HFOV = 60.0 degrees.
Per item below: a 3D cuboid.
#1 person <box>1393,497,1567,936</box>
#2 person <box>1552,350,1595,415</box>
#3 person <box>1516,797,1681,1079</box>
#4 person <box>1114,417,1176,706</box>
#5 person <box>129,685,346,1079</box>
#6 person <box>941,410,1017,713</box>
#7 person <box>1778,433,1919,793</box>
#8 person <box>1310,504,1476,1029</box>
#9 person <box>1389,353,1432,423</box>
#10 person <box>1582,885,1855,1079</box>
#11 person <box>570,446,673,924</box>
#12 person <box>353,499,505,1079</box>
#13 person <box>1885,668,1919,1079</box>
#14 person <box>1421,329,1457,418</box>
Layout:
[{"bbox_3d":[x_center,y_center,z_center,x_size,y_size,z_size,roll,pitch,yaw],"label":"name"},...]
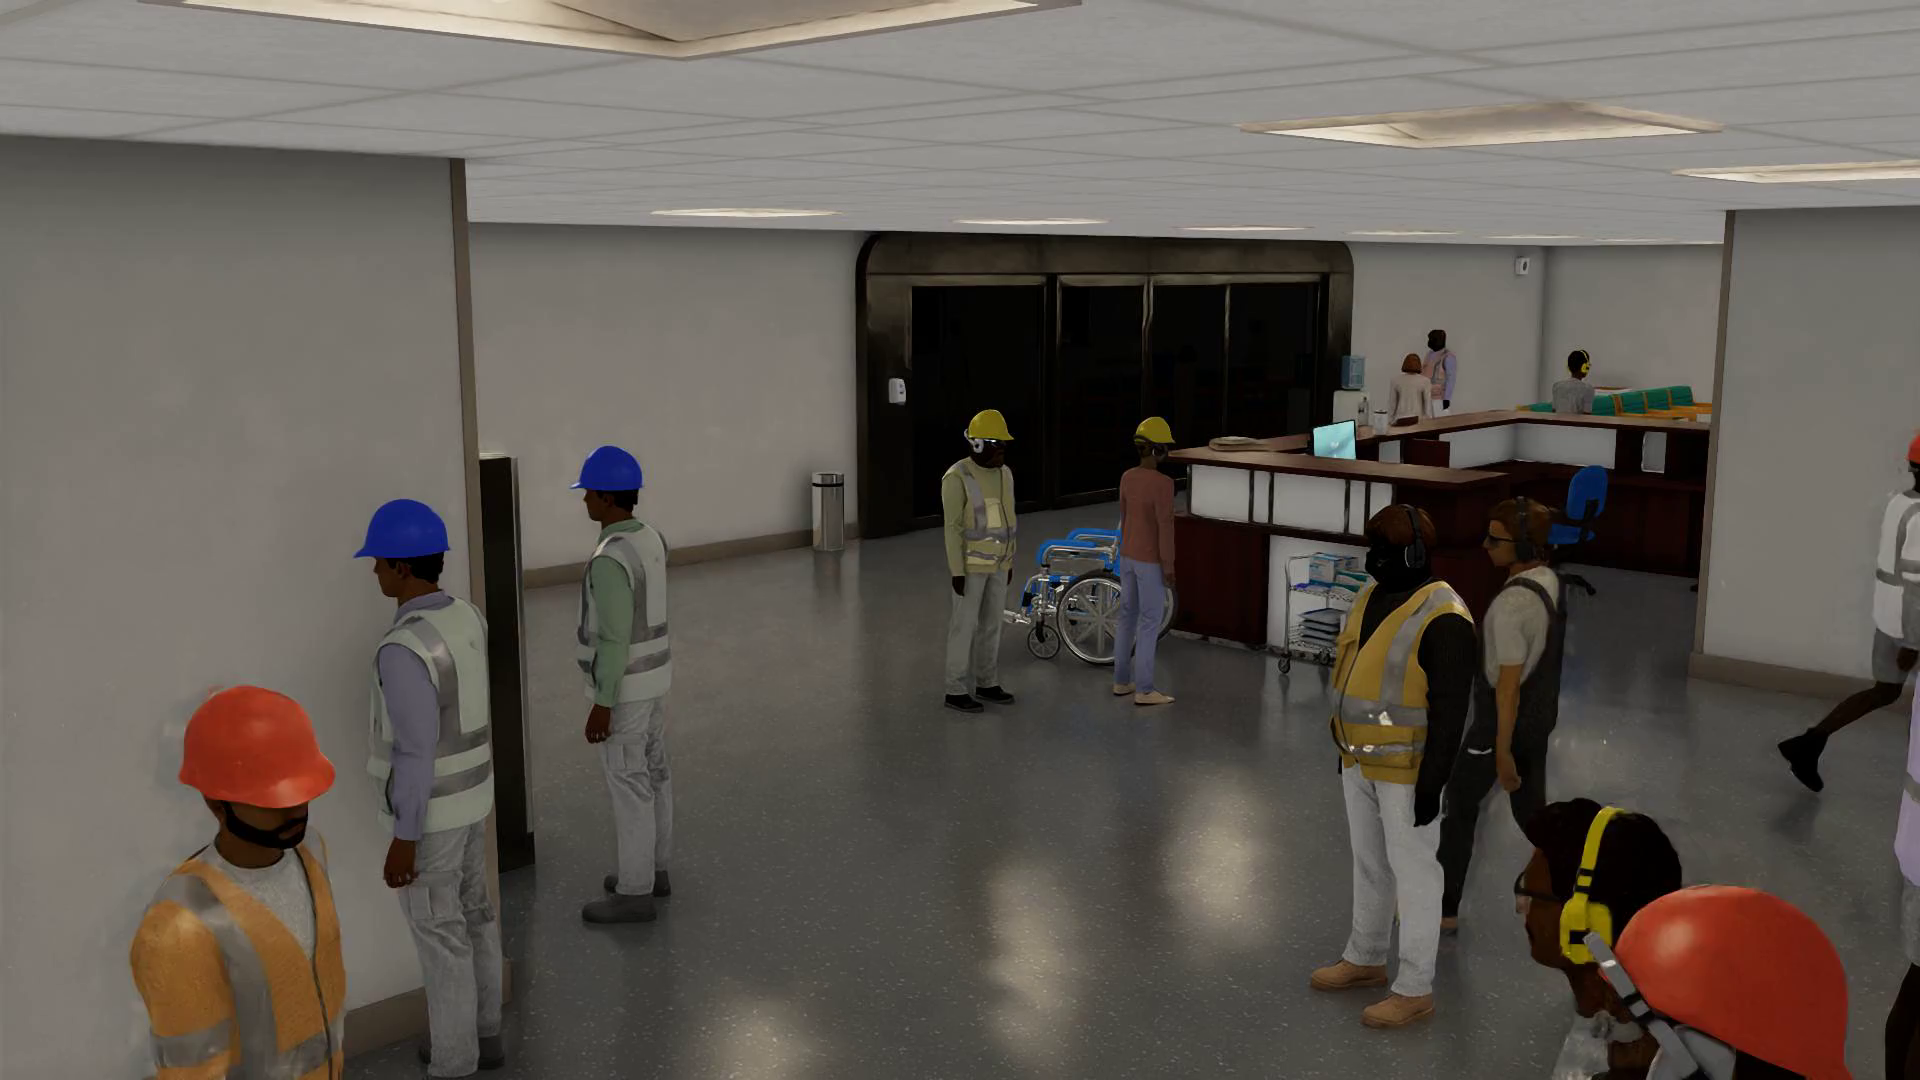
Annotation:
[{"bbox_3d":[2.160,0.719,6.426,0.513,1.802,0.882,-9,13,-43],"label":"person"},{"bbox_3d":[6.081,-0.957,16.550,0.330,1.861,0.505,-5,11,-30],"label":"person"},{"bbox_3d":[0.941,1.310,2.688,0.831,1.835,0.553,7,12,37],"label":"person"},{"bbox_3d":[1.161,0.126,10.215,0.345,1.762,0.524,-5,10,-26],"label":"person"},{"bbox_3d":[-1.397,1.189,3.336,1.002,1.880,0.553,1,9,9],"label":"person"},{"bbox_3d":[0.141,0.128,10.009,0.403,1.827,0.590,8,12,41],"label":"person"},{"bbox_3d":[4.579,0.385,8.157,0.851,1.916,0.546,2,10,13],"label":"person"},{"bbox_3d":[1.526,0.787,5.898,0.429,1.844,0.627,-3,10,-19],"label":"person"},{"bbox_3d":[5.489,-1.460,20.309,0.507,1.631,0.266,4,10,21],"label":"person"},{"bbox_3d":[0.728,1.351,2.099,0.652,1.944,0.609,-3,10,-18],"label":"person"},{"bbox_3d":[-1.371,0.586,6.794,0.390,1.949,0.602,1,9,7],"label":"person"},{"bbox_3d":[-1.677,0.835,5.269,0.405,1.945,0.615,0,9,2],"label":"person"},{"bbox_3d":[2.861,0.937,4.705,0.376,1.928,0.542,3,10,19],"label":"person"},{"bbox_3d":[6.509,-1.959,22.741,0.430,1.840,0.625,-3,10,-15],"label":"person"}]
